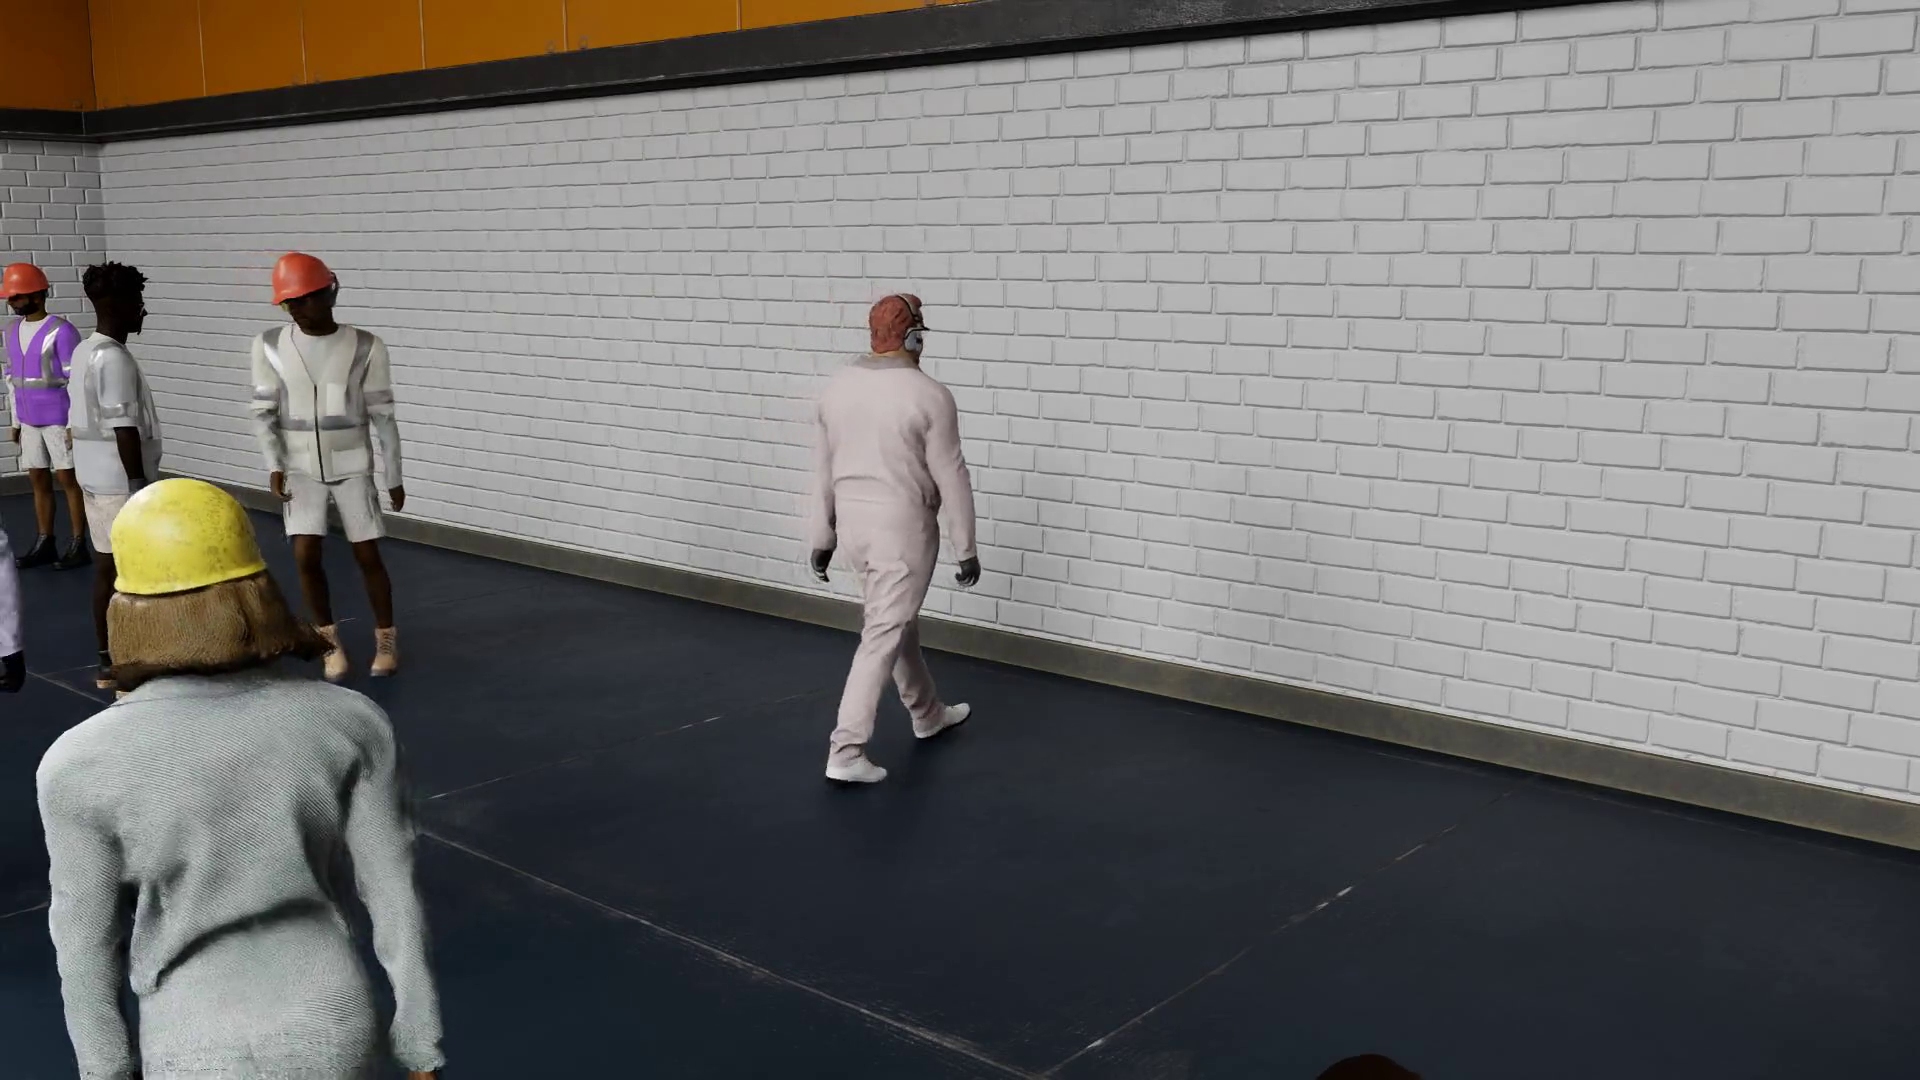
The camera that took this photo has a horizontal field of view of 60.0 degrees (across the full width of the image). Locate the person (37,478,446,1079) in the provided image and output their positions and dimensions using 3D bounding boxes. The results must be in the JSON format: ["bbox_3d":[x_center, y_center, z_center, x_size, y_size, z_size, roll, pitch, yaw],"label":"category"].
[{"bbox_3d":[-0.996,0.763,2.409,0.487,1.699,0.826,-9,13,-40],"label":"person"}]

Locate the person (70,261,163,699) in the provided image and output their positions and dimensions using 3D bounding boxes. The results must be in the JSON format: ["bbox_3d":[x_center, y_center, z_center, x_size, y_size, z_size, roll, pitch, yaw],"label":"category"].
[{"bbox_3d":[-3.791,-0.270,7.526,0.362,1.963,0.614,-9,13,-40],"label":"person"}]

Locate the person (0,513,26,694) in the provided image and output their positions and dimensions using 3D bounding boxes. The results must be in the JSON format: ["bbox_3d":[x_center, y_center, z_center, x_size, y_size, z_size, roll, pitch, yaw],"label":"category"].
[{"bbox_3d":[-2.916,0.319,4.587,0.681,1.816,0.666,9,13,41],"label":"person"}]

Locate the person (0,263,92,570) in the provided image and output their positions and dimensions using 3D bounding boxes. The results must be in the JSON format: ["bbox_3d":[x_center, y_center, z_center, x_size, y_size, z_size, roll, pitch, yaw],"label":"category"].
[{"bbox_3d":[-5.761,-0.764,10.451,0.547,1.928,0.385,3,10,18],"label":"person"}]

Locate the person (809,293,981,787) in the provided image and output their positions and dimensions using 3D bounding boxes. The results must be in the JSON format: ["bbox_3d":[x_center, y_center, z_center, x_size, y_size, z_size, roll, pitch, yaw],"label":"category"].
[{"bbox_3d":[-0.242,-0.019,6.436,0.670,1.852,1.017,8,13,40],"label":"person"}]

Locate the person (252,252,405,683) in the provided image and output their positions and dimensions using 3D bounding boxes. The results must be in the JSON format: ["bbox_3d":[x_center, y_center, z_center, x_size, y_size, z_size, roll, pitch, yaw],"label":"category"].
[{"bbox_3d":[-2.920,-0.323,7.736,0.634,2.002,0.518,-2,10,-9],"label":"person"}]
